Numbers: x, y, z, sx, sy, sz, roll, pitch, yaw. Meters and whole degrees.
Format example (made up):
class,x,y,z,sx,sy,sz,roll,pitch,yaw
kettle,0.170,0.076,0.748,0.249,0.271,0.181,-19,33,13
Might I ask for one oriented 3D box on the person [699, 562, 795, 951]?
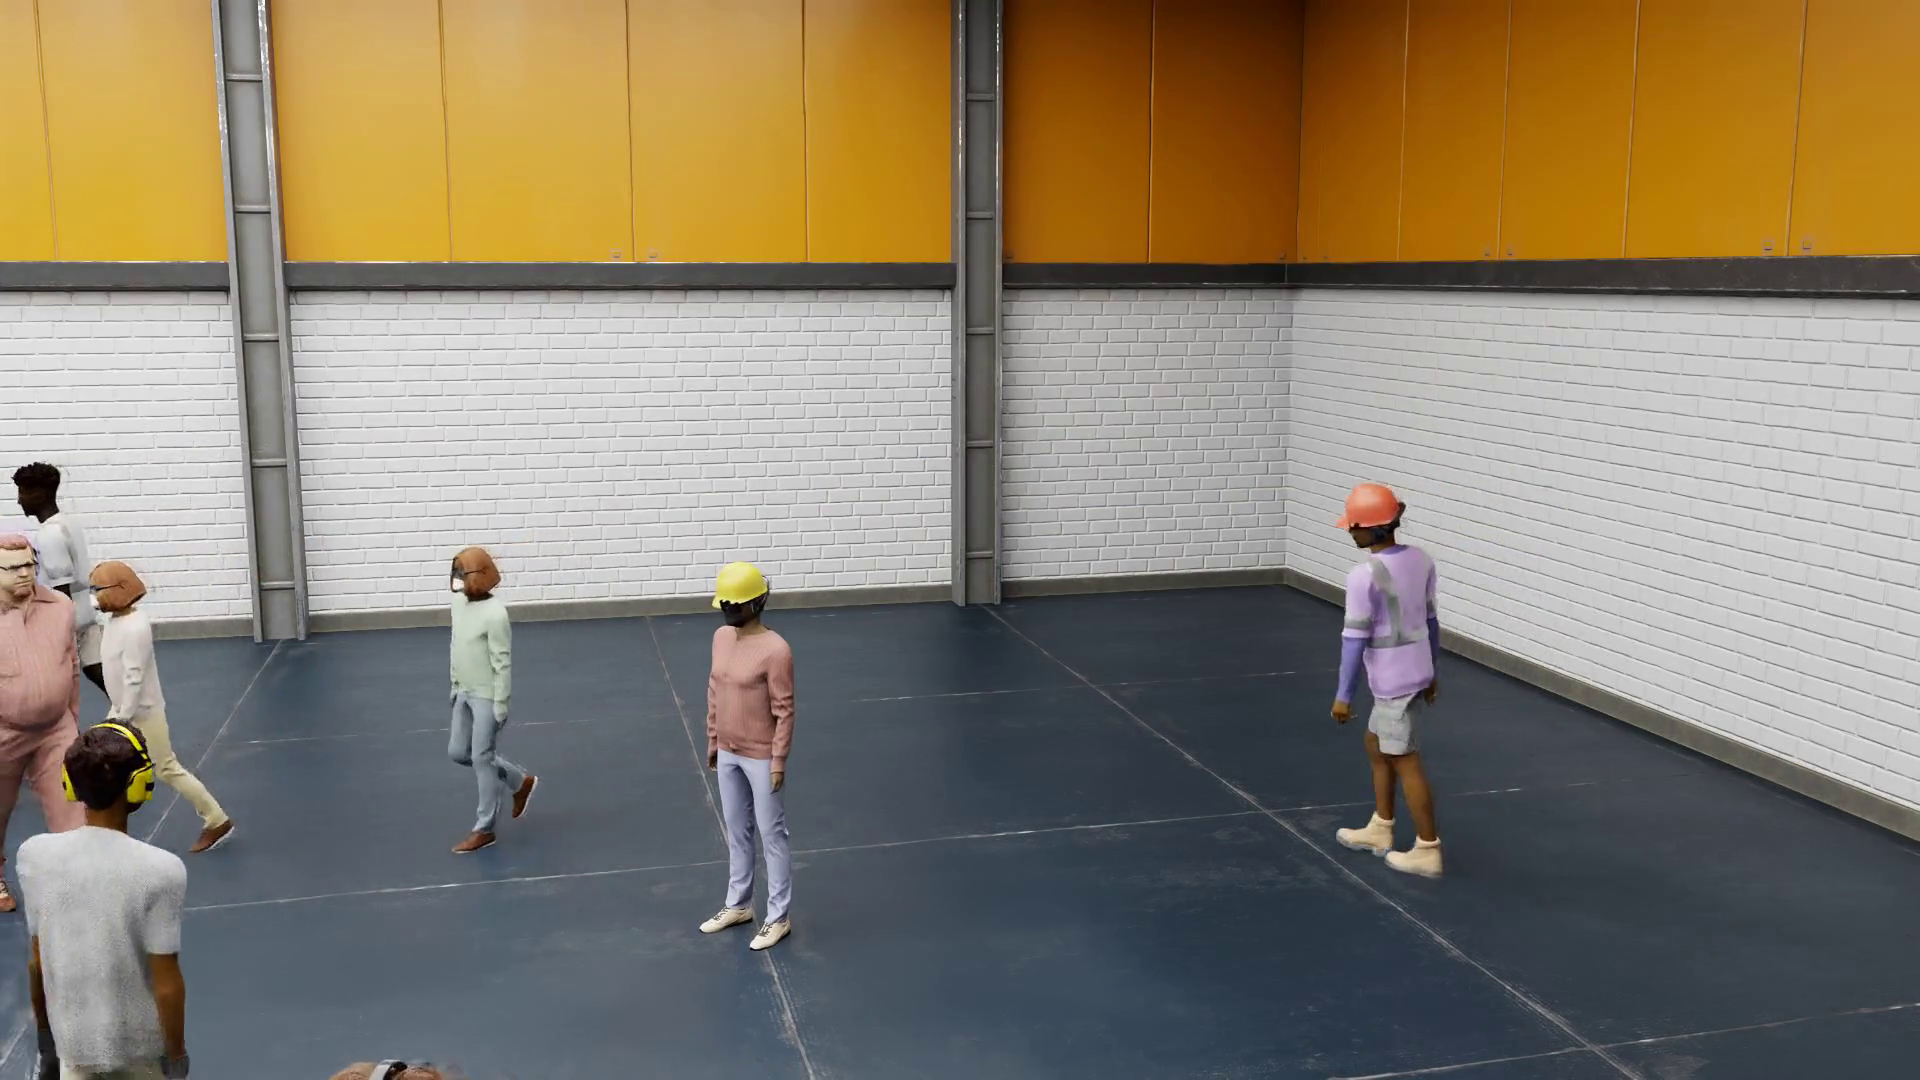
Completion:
class,x,y,z,sx,sy,sz,roll,pitch,yaw
person,-0.965,0.962,7.514,0.522,1.763,0.320,8,12,40

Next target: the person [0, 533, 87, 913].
class,x,y,z,sx,sy,sz,roll,pitch,yaw
person,-4.350,0.886,7.711,1.022,1.853,0.665,6,11,33

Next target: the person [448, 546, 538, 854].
class,x,y,z,sx,sy,sz,roll,pitch,yaw
person,-2.501,0.820,8.814,0.495,1.618,0.520,-9,13,-43

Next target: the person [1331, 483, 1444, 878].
class,x,y,z,sx,sy,sz,roll,pitch,yaw
person,2.140,0.701,8.399,0.744,1.995,0.644,8,12,40

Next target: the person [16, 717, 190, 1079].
class,x,y,z,sx,sy,sz,roll,pitch,yaw
person,-2.344,1.416,4.495,0.517,1.837,0.863,1,9,4

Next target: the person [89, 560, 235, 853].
class,x,y,z,sx,sy,sz,roll,pitch,yaw
person,-4.198,0.879,8.538,0.495,1.591,0.830,9,13,44

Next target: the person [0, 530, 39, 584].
class,x,y,z,sx,sy,sz,roll,pitch,yaw
person,-5.399,0.617,9.260,0.765,1.893,0.472,-3,10,-20

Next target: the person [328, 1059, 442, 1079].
class,x,y,z,sx,sy,sz,roll,pitch,yaw
person,-0.829,1.705,2.774,0.951,1.802,0.626,2,9,10

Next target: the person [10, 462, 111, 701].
class,x,y,z,sx,sy,sz,roll,pitch,yaw
person,-5.484,0.470,10.135,1.027,1.911,0.610,-2,9,-13
